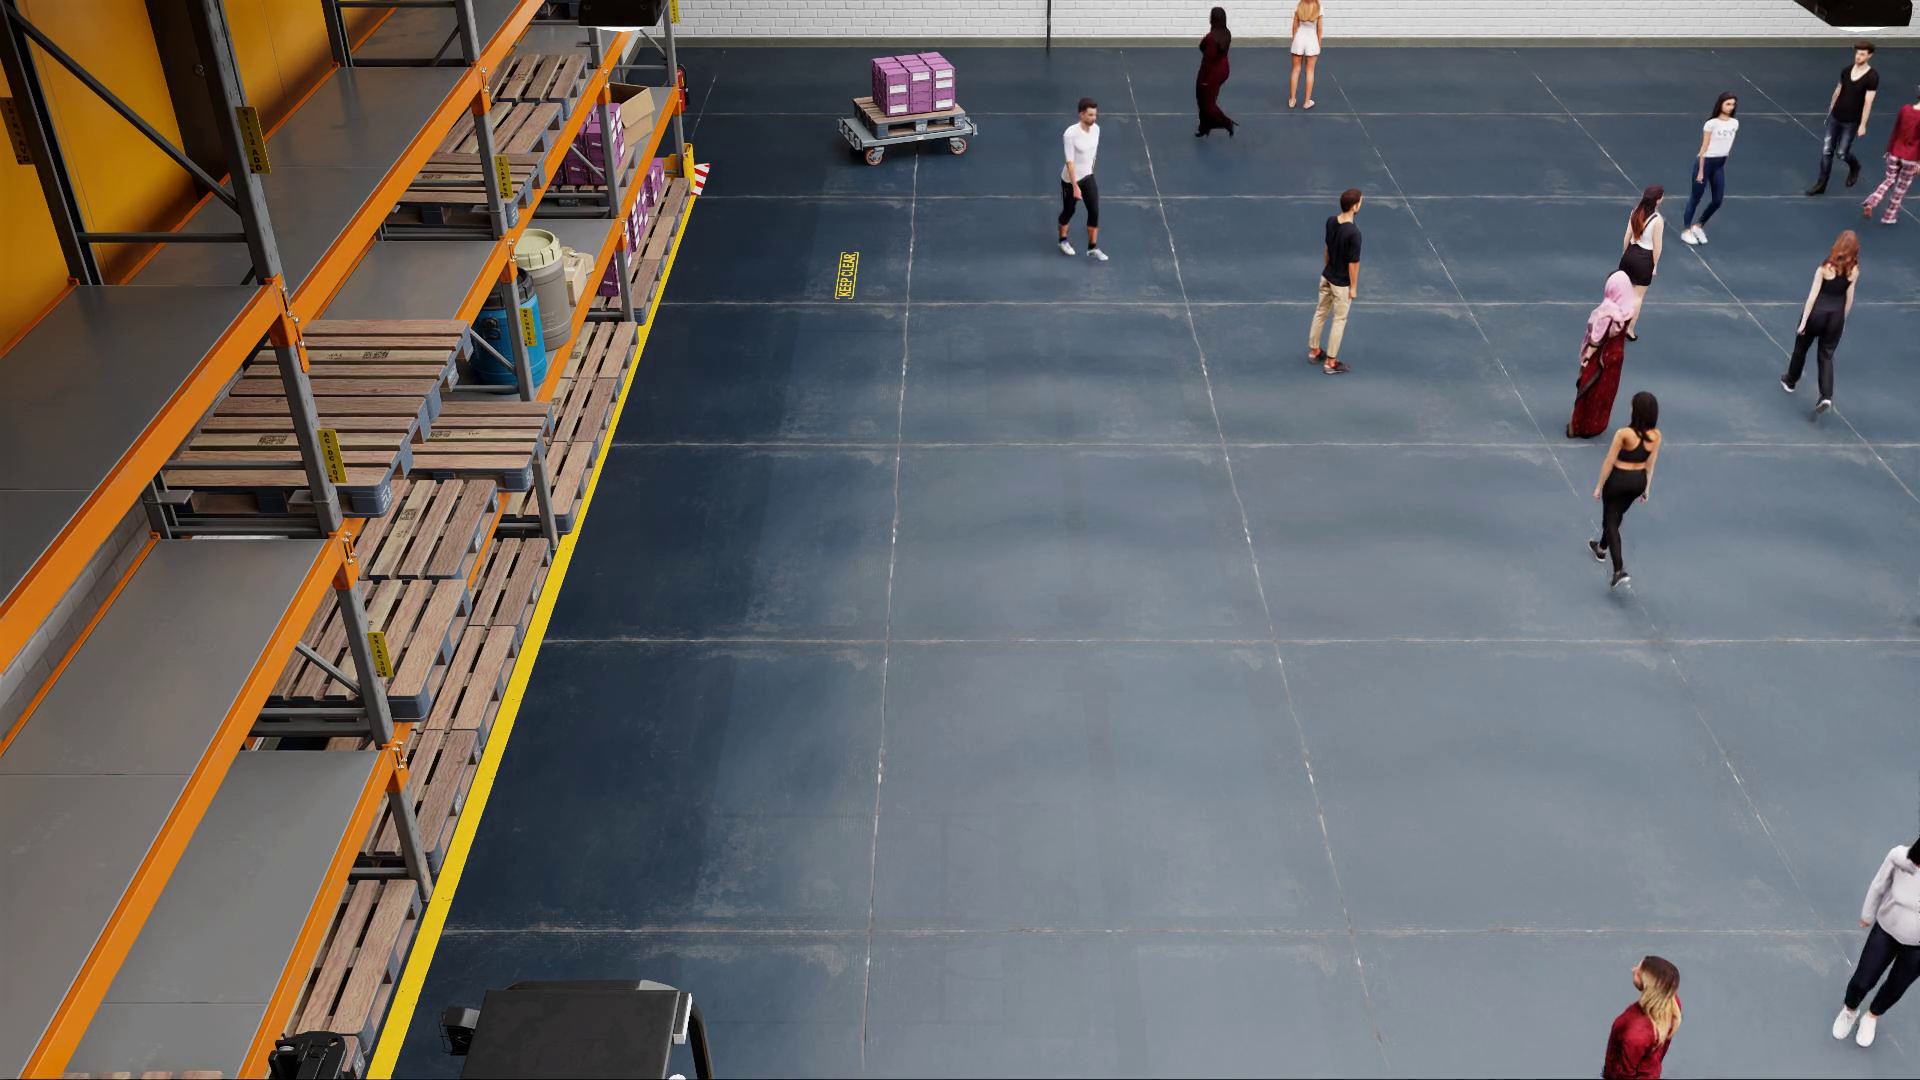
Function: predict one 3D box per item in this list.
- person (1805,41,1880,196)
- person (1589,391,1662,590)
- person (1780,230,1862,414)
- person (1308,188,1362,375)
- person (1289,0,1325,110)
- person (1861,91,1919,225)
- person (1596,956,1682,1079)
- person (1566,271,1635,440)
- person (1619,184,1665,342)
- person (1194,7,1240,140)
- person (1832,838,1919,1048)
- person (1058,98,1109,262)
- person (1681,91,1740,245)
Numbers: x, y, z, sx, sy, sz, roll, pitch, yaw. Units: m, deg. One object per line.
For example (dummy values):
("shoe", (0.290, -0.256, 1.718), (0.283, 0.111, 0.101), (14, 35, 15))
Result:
("person", (10.688, -5.056, 19.953), (1.007, 1.879, 1.028), (-17, 37, -24))
("person", (5.280, -0.376, 13.147), (0.595, 1.617, 1.054), (-2, 34, -3))
("person", (8.096, -2.013, 15.519), (0.643, 1.719, 1.119), (3, 34, 4))
("person", (3.665, -2.526, 16.168), (0.765, 1.855, 0.634), (-17, 37, -23))
("person", (4.704, -6.749, 22.665), (0.651, 1.696, 0.673), (13, 36, 19))
("person", (10.850, -4.419, 19.168), (0.865, 1.687, 0.826), (-17, 37, -24))
("person", (3.456, 2.761, 8.432), (1.022, 1.612, 0.966), (28, 43, 36))
("person", (5.847, -1.685, 15.099), (0.759, 1.638, 0.775), (-19, 38, -26))
("person", (6.830, -2.796, 16.760), (0.694, 1.649, 0.607), (-21, 39, -28))
("person", (3.349, -5.971, 21.453), (0.981, 1.742, 0.967), (21, 39, 28))
("person", (5.303, 2.151, 9.283), (0.718, 1.687, 0.744), (20, 38, 27))
("person", (1.242, -4.037, 18.470), (0.961, 1.823, 1.086), (-19, 38, -26))
("person", (8.398, -4.206, 18.778), (0.645, 1.763, 0.638), (-6, 34, -9))
